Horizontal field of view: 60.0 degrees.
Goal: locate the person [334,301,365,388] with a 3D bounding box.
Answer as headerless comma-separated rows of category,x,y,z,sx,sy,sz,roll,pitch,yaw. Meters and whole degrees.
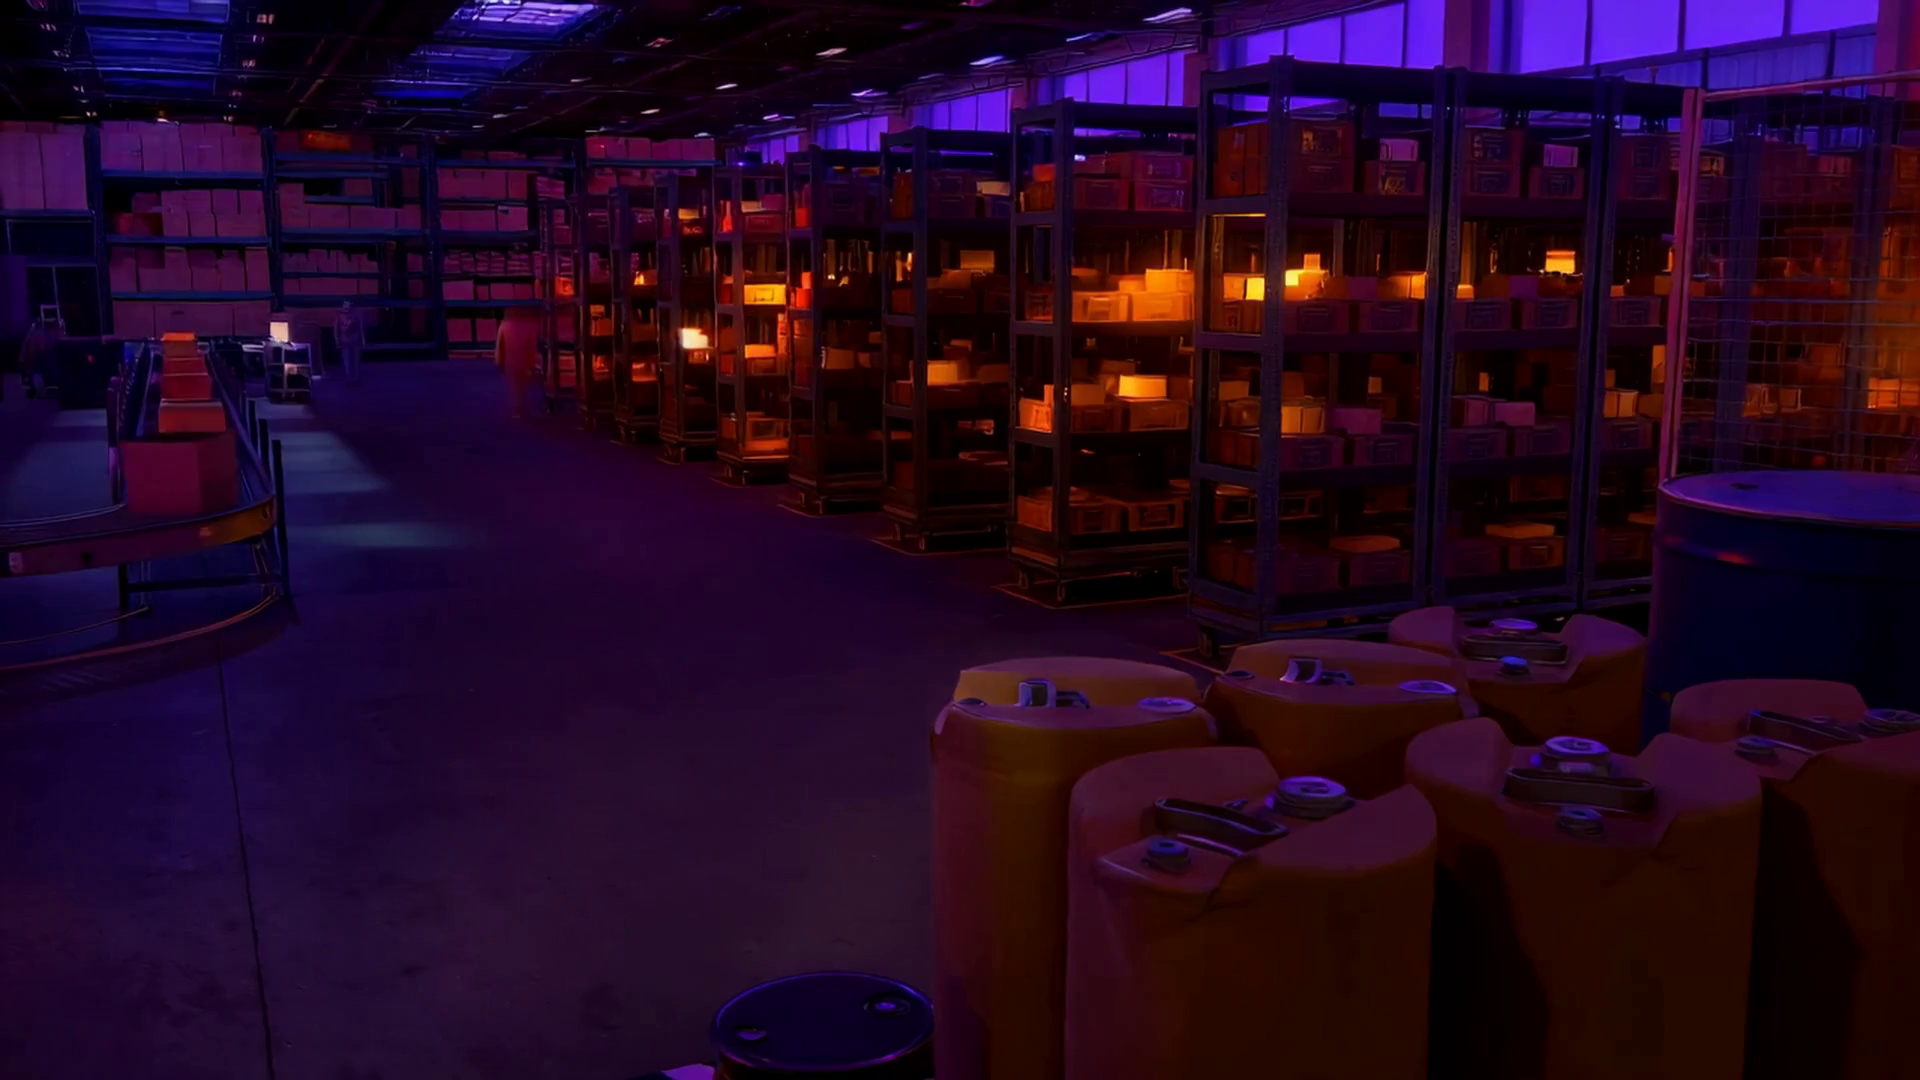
person,-12.703,-4.067,34.604,0.614,1.813,0.432,-4,10,-23

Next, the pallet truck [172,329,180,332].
pallet truck,-17.275,-3.851,35.096,1.601,1.201,0.680,0,9,1

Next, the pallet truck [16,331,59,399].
pallet truck,-17.082,-3.353,31.781,1.630,1.274,0.653,-4,10,-25

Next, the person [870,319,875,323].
person,-2.521,-6.171,48.011,0.504,1.703,0.859,1,9,6

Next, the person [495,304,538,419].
person,-7.338,-2.944,27.421,0.671,1.880,0.792,-5,10,-27

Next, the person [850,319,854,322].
person,-3.433,-6.991,52.540,0.784,1.876,0.648,3,10,20

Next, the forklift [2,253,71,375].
forklift,-21.595,-5.193,38.308,1.873,2.768,1.129,-4,10,-25
